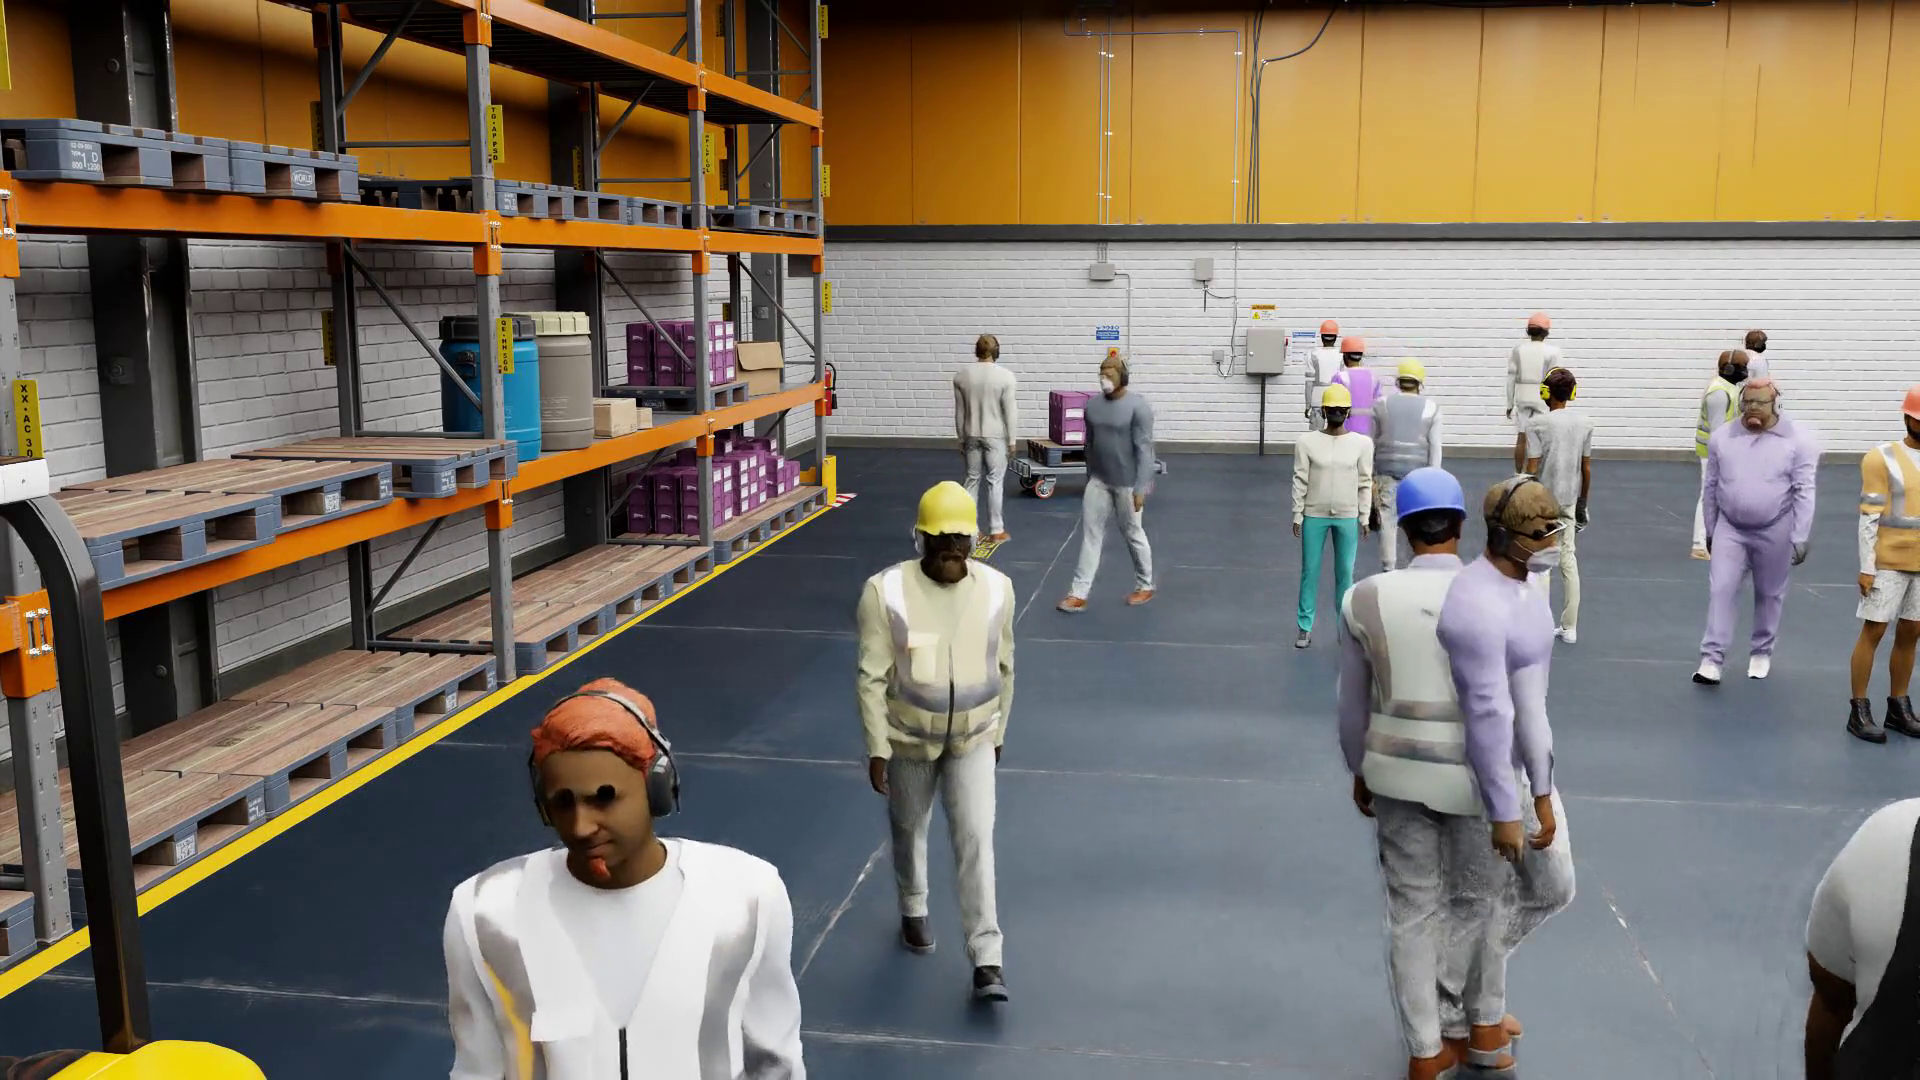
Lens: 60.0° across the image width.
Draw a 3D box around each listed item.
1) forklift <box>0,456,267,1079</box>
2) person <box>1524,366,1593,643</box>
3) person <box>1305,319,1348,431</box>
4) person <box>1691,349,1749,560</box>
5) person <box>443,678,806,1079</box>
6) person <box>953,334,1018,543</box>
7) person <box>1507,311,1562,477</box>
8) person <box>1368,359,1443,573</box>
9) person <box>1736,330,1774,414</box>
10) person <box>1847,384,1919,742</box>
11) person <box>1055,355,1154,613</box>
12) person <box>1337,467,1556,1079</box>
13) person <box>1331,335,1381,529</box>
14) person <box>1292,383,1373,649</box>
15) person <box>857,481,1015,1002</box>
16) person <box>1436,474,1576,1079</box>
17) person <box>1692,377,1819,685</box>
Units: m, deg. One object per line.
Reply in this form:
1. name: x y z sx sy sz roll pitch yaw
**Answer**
1. forklift: -2.328 0.975 2.765 2.313 2.155 1.214 1 9 9
2. person: 3.981 -0.226 11.172 0.535 1.868 0.309 -2 9 -13
3. person: 4.299 -1.608 19.481 0.543 1.938 0.356 1 9 5
4. person: 6.624 -0.736 14.446 0.431 1.835 0.626 6 11 34
5. person: -0.556 1.119 2.884 0.610 1.869 0.696 -2 9 -10
6. person: 0.240 -0.928 15.329 0.642 1.933 0.380 5 10 28
7. person: 6.559 -1.582 18.998 0.610 2.044 0.384 6 11 34
8. person: 3.626 -0.579 13.594 0.601 1.778 0.911 3 10 19
9. person: 9.533 -1.619 20.005 0.952 1.790 0.649 0 9 -2
10. person: 5.054 0.119 8.859 0.547 1.928 0.385 -1 9 -8
11. person: 1.117 -0.409 12.252 0.648 1.892 0.935 8 12 41
12. person: 1.509 0.733 5.162 0.685 1.895 0.655 4 10 25
13. person: 3.862 -1.057 16.258 0.565 1.891 0.999 -3 10 -19
14. person: 2.463 -0.153 11.027 0.525 1.772 0.309 1 9 6
15. person: -0.066 0.682 5.826 0.589 1.782 0.941 -2 9 -12
16. person: 1.639 0.741 5.097 0.482 1.911 0.643 6 11 35
17. person: 4.757 -0.036 9.993 0.658 1.860 0.954 7 11 35
